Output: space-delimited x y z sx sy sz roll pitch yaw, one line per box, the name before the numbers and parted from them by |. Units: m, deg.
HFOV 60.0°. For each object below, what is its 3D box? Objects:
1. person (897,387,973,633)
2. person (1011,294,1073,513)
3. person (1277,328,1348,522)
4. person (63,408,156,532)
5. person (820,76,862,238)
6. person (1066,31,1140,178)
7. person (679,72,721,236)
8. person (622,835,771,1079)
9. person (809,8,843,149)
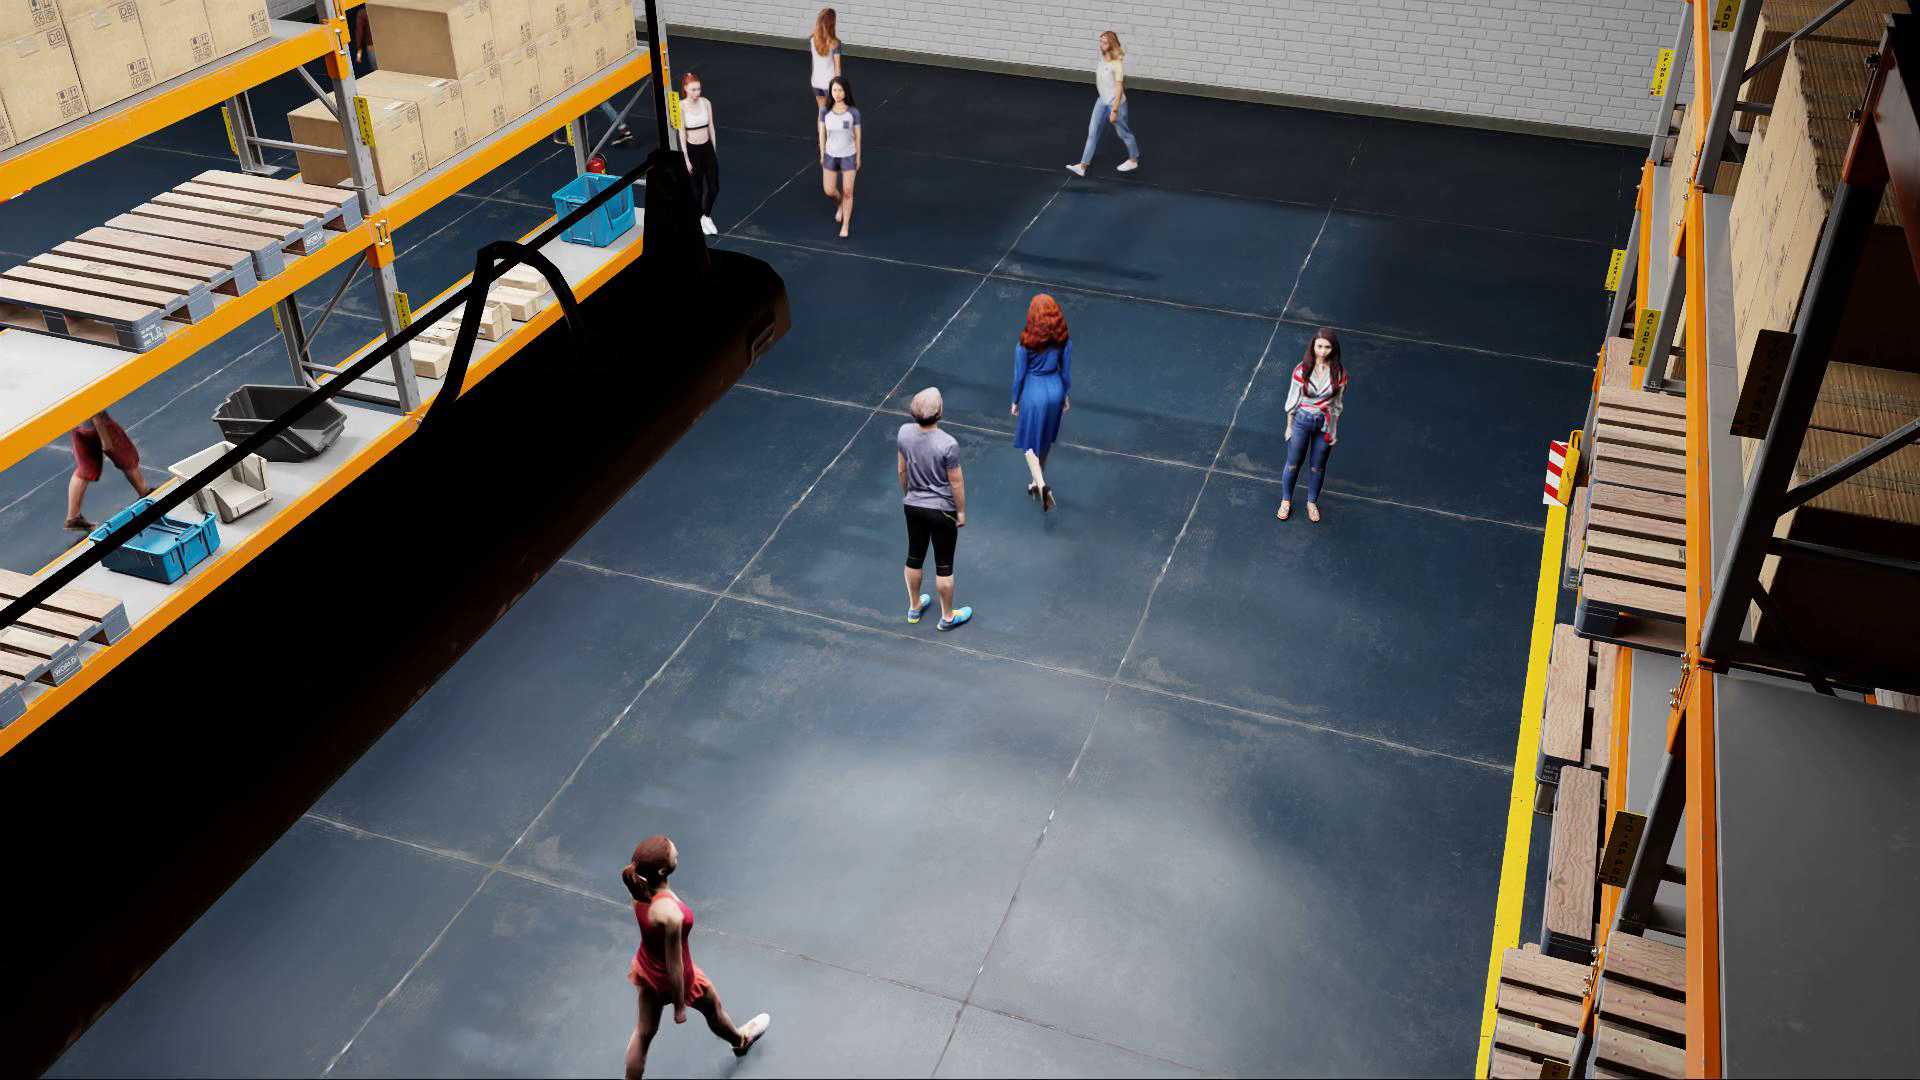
person | -0.200 -0.212 11.548 0.698 1.888 0.637 18 38 25
person | 0.636 -0.989 12.785 0.899 1.814 1.002 -9 35 -13
person | 2.717 -0.891 12.818 0.635 1.614 0.590 3 34 5
person | -6.684 -0.796 12.667 0.737 1.623 1.165 18 37 24
person | -1.234 -4.067 17.521 0.683 1.698 0.742 4 34 6
person | 1.801 -4.896 18.808 1.217 1.653 1.137 -15 36 -21
person | -2.794 -4.063 17.484 0.715 1.732 0.782 -20 39 -28
person | -1.499 2.175 8.124 0.885 1.703 1.197 28 42 35
person | -1.609 -5.281 19.326 0.680 1.721 0.739 19 38 26
